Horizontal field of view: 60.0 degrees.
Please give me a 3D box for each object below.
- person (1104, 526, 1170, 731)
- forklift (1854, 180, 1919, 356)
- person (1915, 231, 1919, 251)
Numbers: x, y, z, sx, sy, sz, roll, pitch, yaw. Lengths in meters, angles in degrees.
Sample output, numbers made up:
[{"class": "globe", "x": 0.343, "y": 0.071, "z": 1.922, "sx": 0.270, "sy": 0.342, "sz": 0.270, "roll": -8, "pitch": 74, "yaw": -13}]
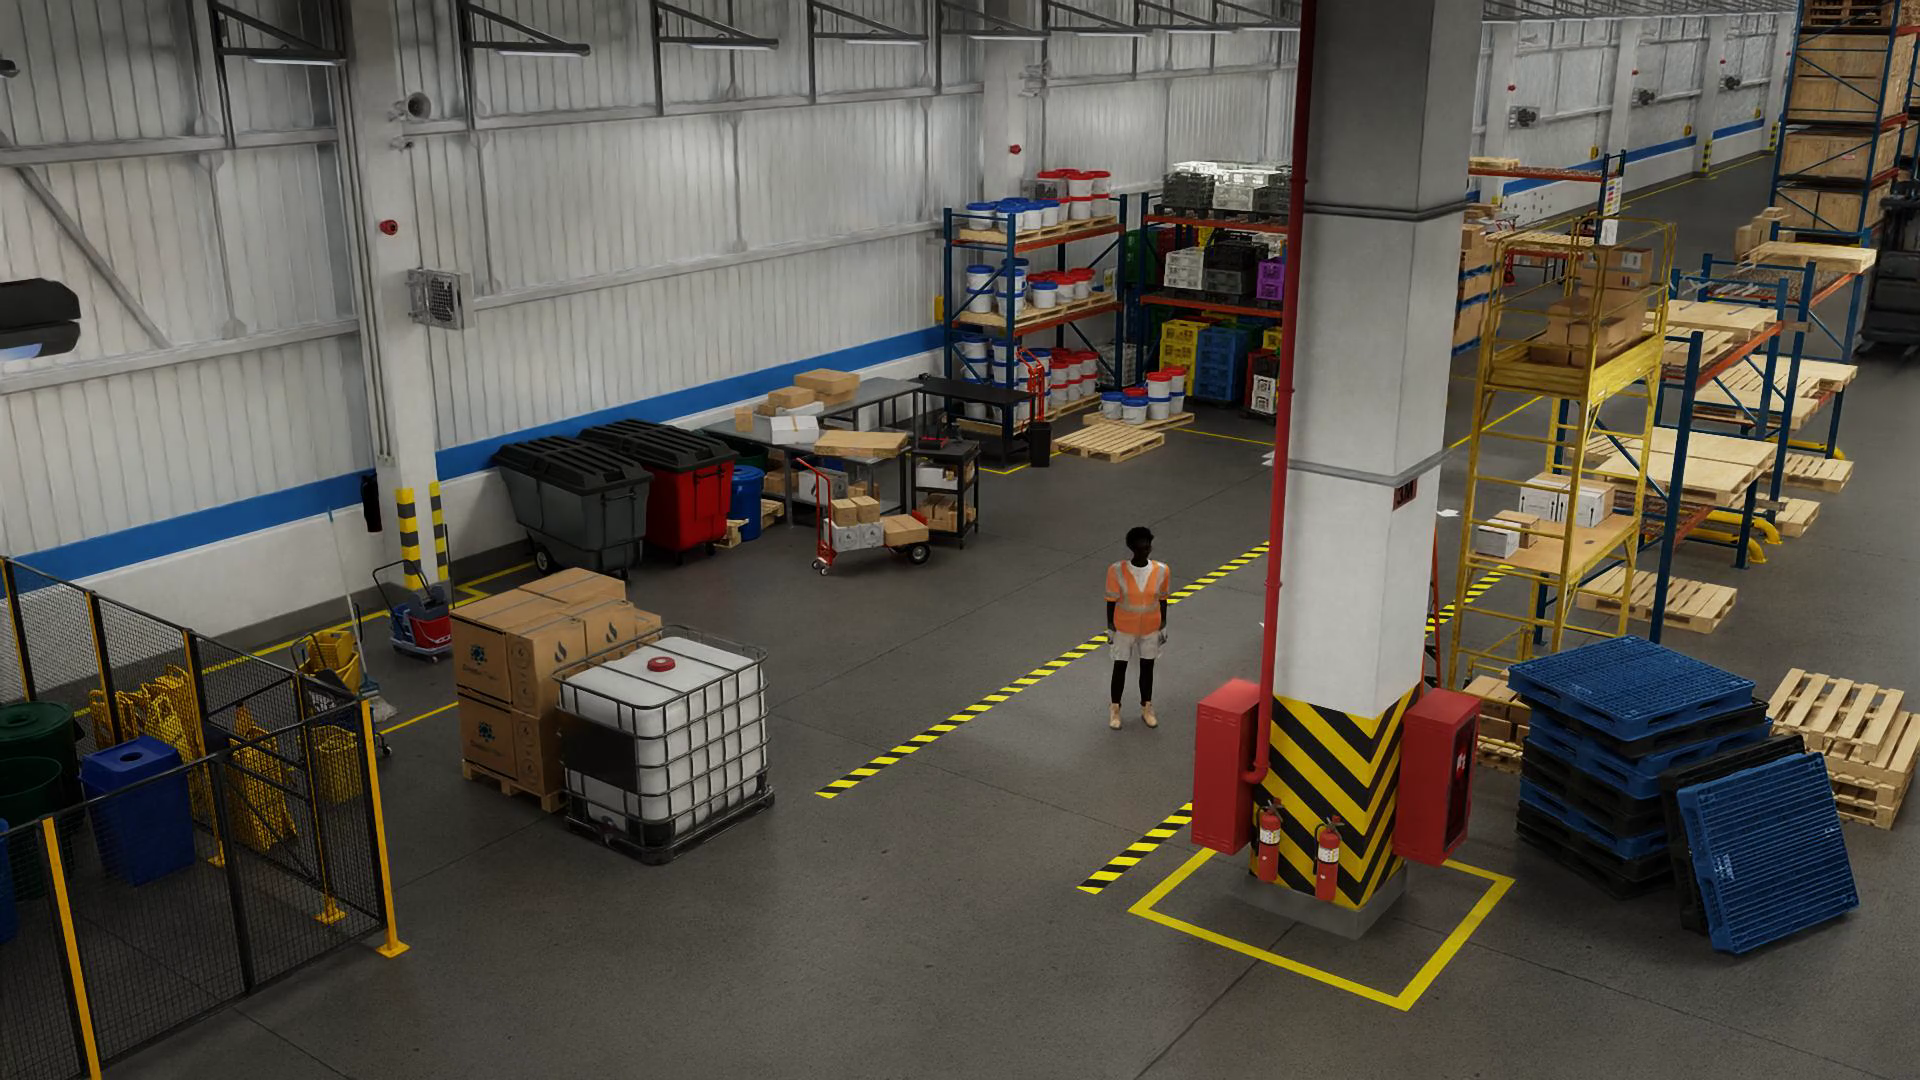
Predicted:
[{"class": "person", "x": 1.416, "y": 0.703, "z": 13.337, "sx": 0.538, "sy": 1.700, "sz": 0.317, "roll": -2, "pitch": 18, "yaw": -7}, {"class": "forklift", "x": 15.689, "y": -4.470, "z": 27.300, "sx": 1.129, "sy": 2.768, "sz": 1.873, "roll": 13, "pitch": 22, "yaw": 34}, {"class": "person", "x": 17.938, "y": -5.127, "z": 30.809, "sx": 0.552, "sy": 1.933, "sz": 0.374, "roll": 5, "pitch": 19, "yaw": 15}]
